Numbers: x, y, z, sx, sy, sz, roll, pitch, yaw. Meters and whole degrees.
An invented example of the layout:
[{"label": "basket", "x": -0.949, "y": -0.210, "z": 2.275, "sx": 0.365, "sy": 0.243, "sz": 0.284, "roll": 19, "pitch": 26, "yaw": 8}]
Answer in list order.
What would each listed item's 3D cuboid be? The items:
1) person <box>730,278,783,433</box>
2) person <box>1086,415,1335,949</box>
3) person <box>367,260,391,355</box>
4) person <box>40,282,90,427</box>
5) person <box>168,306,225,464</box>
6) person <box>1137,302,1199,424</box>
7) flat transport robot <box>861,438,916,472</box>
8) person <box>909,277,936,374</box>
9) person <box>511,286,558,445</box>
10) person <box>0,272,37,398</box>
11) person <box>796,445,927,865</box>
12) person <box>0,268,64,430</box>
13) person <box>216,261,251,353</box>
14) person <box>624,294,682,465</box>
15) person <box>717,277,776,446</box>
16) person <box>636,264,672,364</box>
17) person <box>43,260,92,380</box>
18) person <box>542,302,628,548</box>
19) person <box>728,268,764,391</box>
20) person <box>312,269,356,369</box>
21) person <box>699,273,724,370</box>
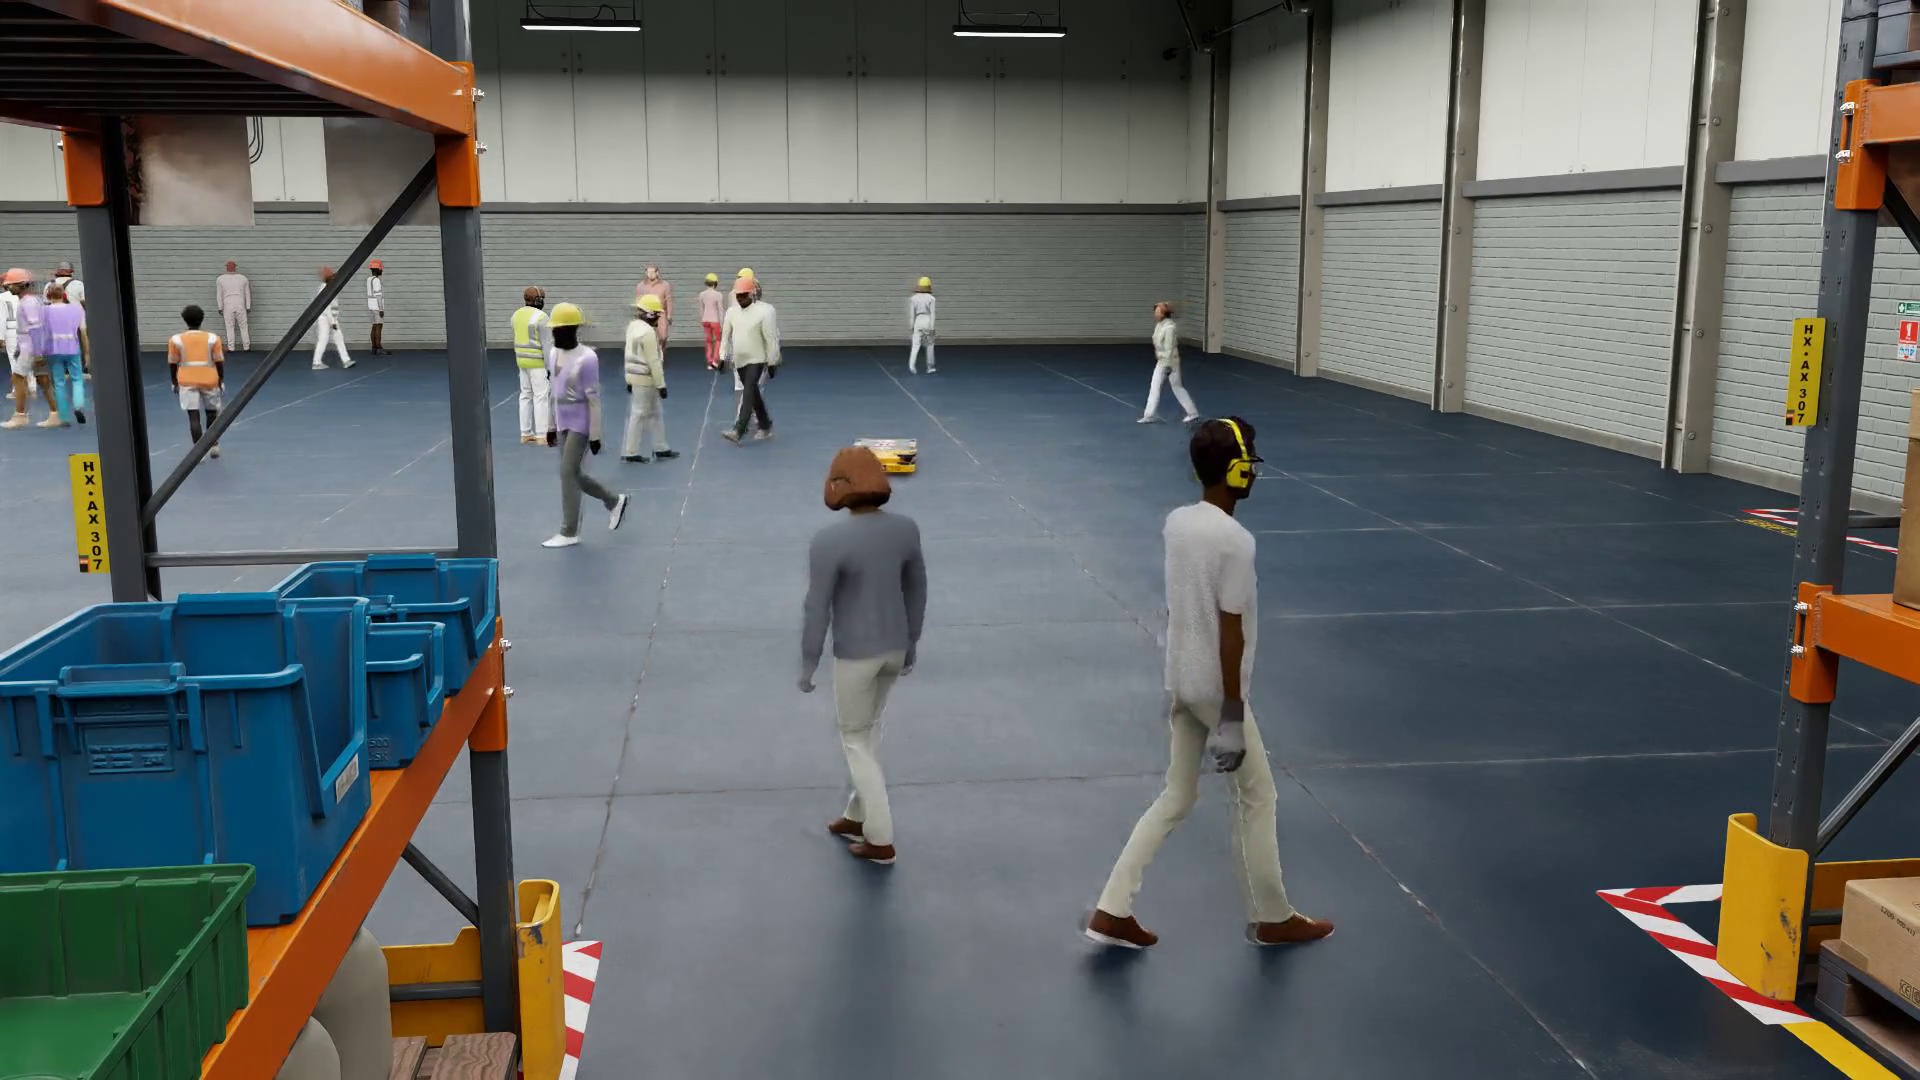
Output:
[{"label": "person", "x": -2.584, "y": -2.279, "z": 20.581, "sx": 0.636, "sy": 1.903, "sz": 0.982, "roll": 6, "pitch": 12, "yaw": 28}, {"label": "person", "x": 0.836, "y": 0.497, "z": 5.536, "sx": 0.877, "sy": 1.835, "sz": 0.548, "roll": -4, "pitch": 11, "yaw": -23}, {"label": "person", "x": -11.877, "y": -4.742, "z": 33.952, "sx": 0.363, "sy": 1.935, "sz": 0.553, "roll": -8, "pitch": 13, "yaw": -36}, {"label": "person", "x": -11.351, "y": -2.341, "z": 21.057, "sx": 0.588, "sy": 1.834, "sz": 0.436, "roll": -7, "pitch": 12, "yaw": -32}, {"label": "person", "x": -8.197, "y": -1.681, "z": 17.894, "sx": 0.553, "sy": 1.657, "sz": 0.806, "roll": -5, "pitch": 11, "yaw": -25}, {"label": "person", "x": 2.703, "y": -2.282, "z": 21.442, "sx": 0.826, "sy": 1.581, "sz": 0.551, "roll": -3, "pitch": 11, "yaw": -18}, {"label": "flat transport robot", "x": -0.790, "y": -0.898, "z": 17.447, "sx": 0.652, "sy": 0.197, "sz": 1.431, "roll": 0, "pitch": 10, "yaw": -1}, {"label": "person", "x": -0.662, "y": -3.780, "z": 29.283, "sx": 0.494, "sy": 1.709, "sz": 0.834, "roll": 4, "pitch": 11, "yaw": 22}, {"label": "person", "x": -4.927, "y": -2.020, "z": 19.324, "sx": 0.630, "sy": 1.835, "sz": 0.429, "roll": 8, "pitch": 13, "yaw": 38}, {"label": "person", "x": -14.104, "y": -3.056, "z": 24.846, "sx": 0.354, "sy": 1.887, "sz": 0.573, "roll": 4, "pitch": 11, "yaw": 20}, {"label": "person", "x": -0.386, "y": 0.435, "z": 6.457, "sx": 0.524, "sy": 1.618, "sz": 0.438, "roll": -10, "pitch": 14, "yaw": -42}, {"label": "person", "x": -11.741, "y": -2.377, "z": 20.786, "sx": 0.868, "sy": 2.008, "sz": 0.615, "roll": -4, "pitch": 11, "yaw": -23}, {"label": "person", "x": -15.100, "y": -4.843, "z": 34.590, "sx": 0.643, "sy": 1.908, "sz": 0.399, "roll": -6, "pitch": 12, "yaw": -29}, {"label": "person", "x": -3.237, "y": -1.696, "z": 17.627, "sx": 0.775, "sy": 1.796, "sz": 0.624, "roll": -5, "pitch": 11, "yaw": -24}, {"label": "person", "x": -2.496, "y": -2.087, "z": 19.403, "sx": 0.602, "sy": 1.931, "sz": 1.085, "roll": 6, "pitch": 12, "yaw": 29}, {"label": "person", "x": -5.667, "y": -4.147, "z": 30.792, "sx": 0.661, "sy": 1.899, "sz": 0.451, "roll": -2, "pitch": 10, "yaw": -9}, {"label": "person", "x": -15.028, "y": -3.720, "z": 28.067, "sx": 0.704, "sy": 2.000, "sz": 0.536, "roll": -1, "pitch": 10, "yaw": -3}, {"label": "person", "x": -2.967, "y": -0.913, "z": 13.045, "sx": 0.749, "sy": 1.906, "sz": 0.600, "roll": -9, "pitch": 14, "yaw": -40}, {"label": "person", "x": -3.334, "y": -3.256, "z": 25.863, "sx": 0.586, "sy": 1.917, "sz": 0.380, "roll": 9, "pitch": 13, "yaw": 39}, {"label": "person", "x": -11.442, "y": -4.002, "z": 30.230, "sx": 0.831, "sy": 1.824, "sz": 0.610, "roll": 1, "pitch": 10, "yaw": 7}, {"label": "person", "x": -4.472, "y": -3.934, "z": 30.046, "sx": 0.533, "sy": 1.773, "sz": 0.321, "roll": 5, "pitch": 11, "yaw": 25}]
